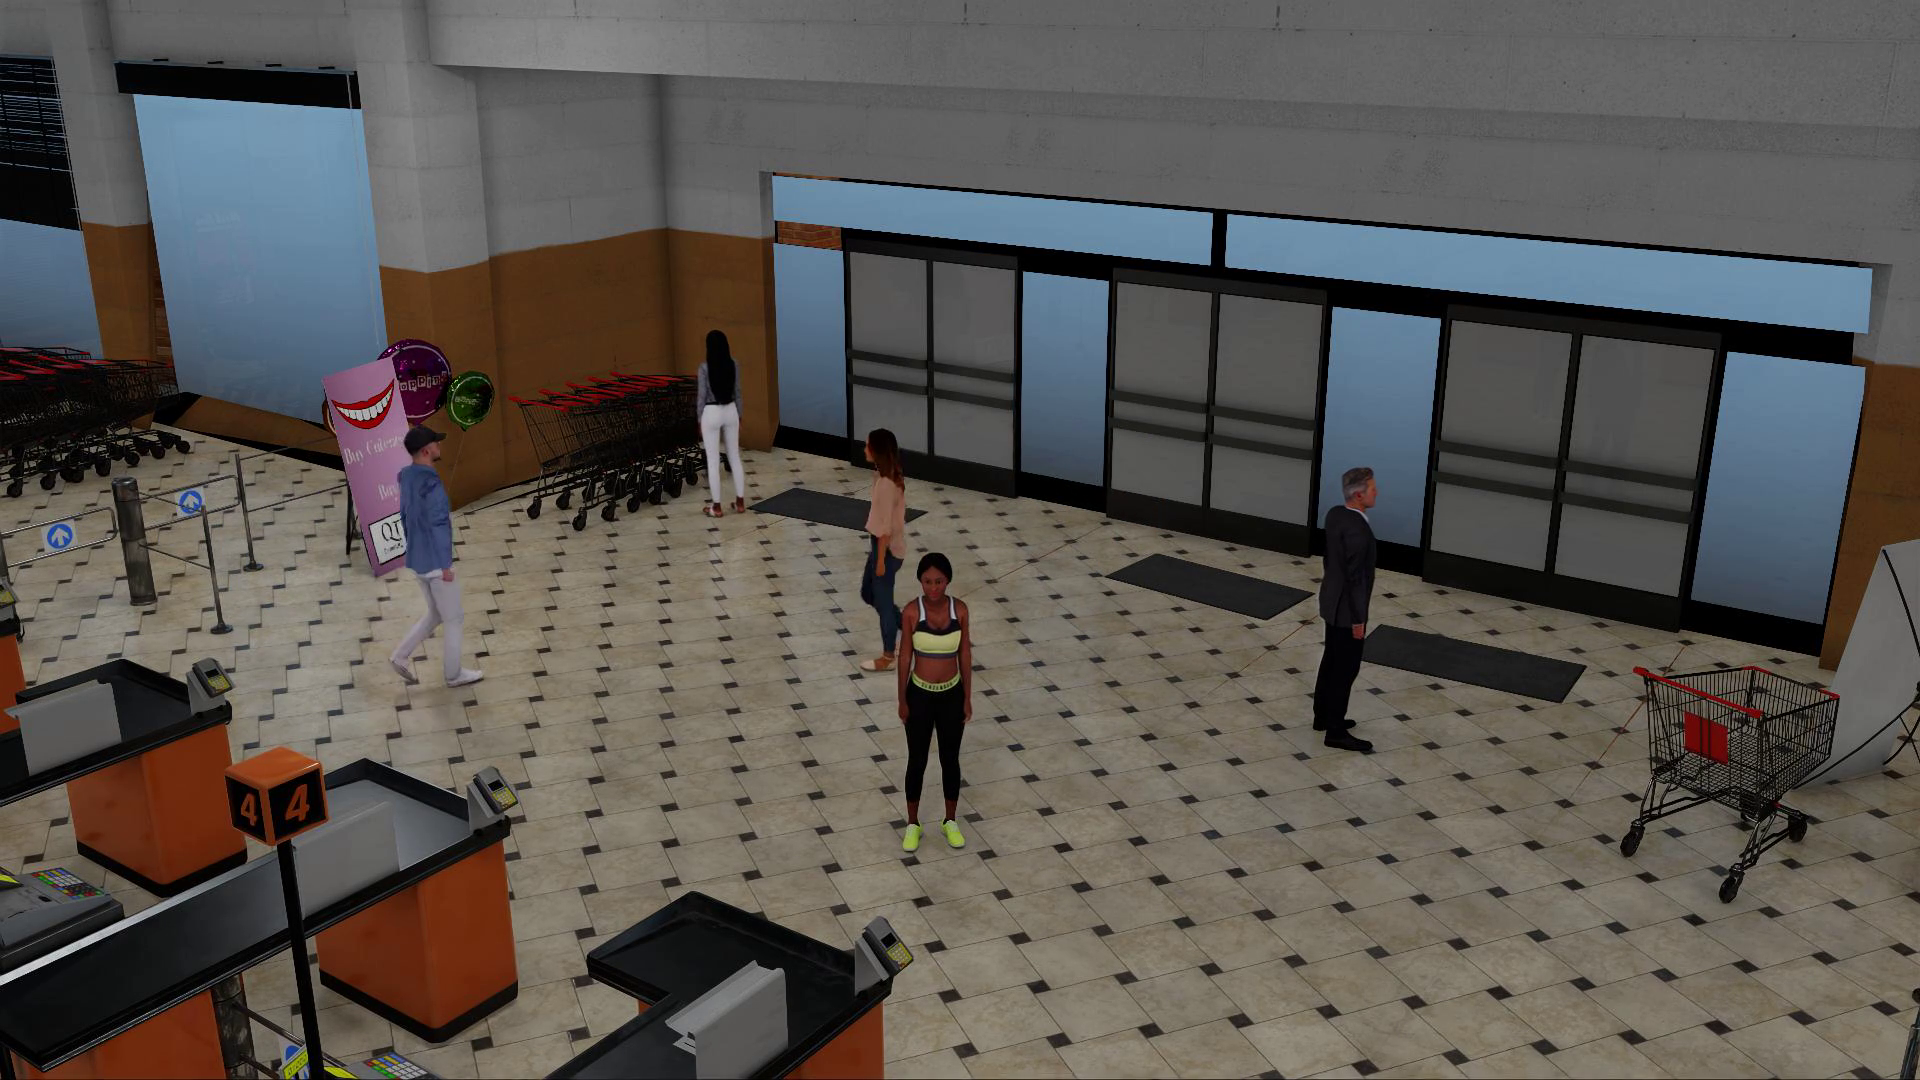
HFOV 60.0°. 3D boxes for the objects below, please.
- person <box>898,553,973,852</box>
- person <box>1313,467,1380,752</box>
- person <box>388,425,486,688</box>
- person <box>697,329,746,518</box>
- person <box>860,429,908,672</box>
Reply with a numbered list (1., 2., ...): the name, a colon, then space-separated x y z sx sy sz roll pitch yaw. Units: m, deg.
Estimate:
1. person: -0.139 0.894 9.301 0.639 1.754 0.693 -3 19 -8
2. person: 2.470 0.410 10.602 0.866 1.839 0.771 -1 19 -3
3. person: -3.662 0.146 11.321 0.922 1.880 0.761 -16 24 -39
4. person: -2.189 -1.077 15.195 0.574 1.722 0.718 -11 22 -31
5. person: -0.432 0.087 11.647 0.836 1.784 0.779 0 19 0
